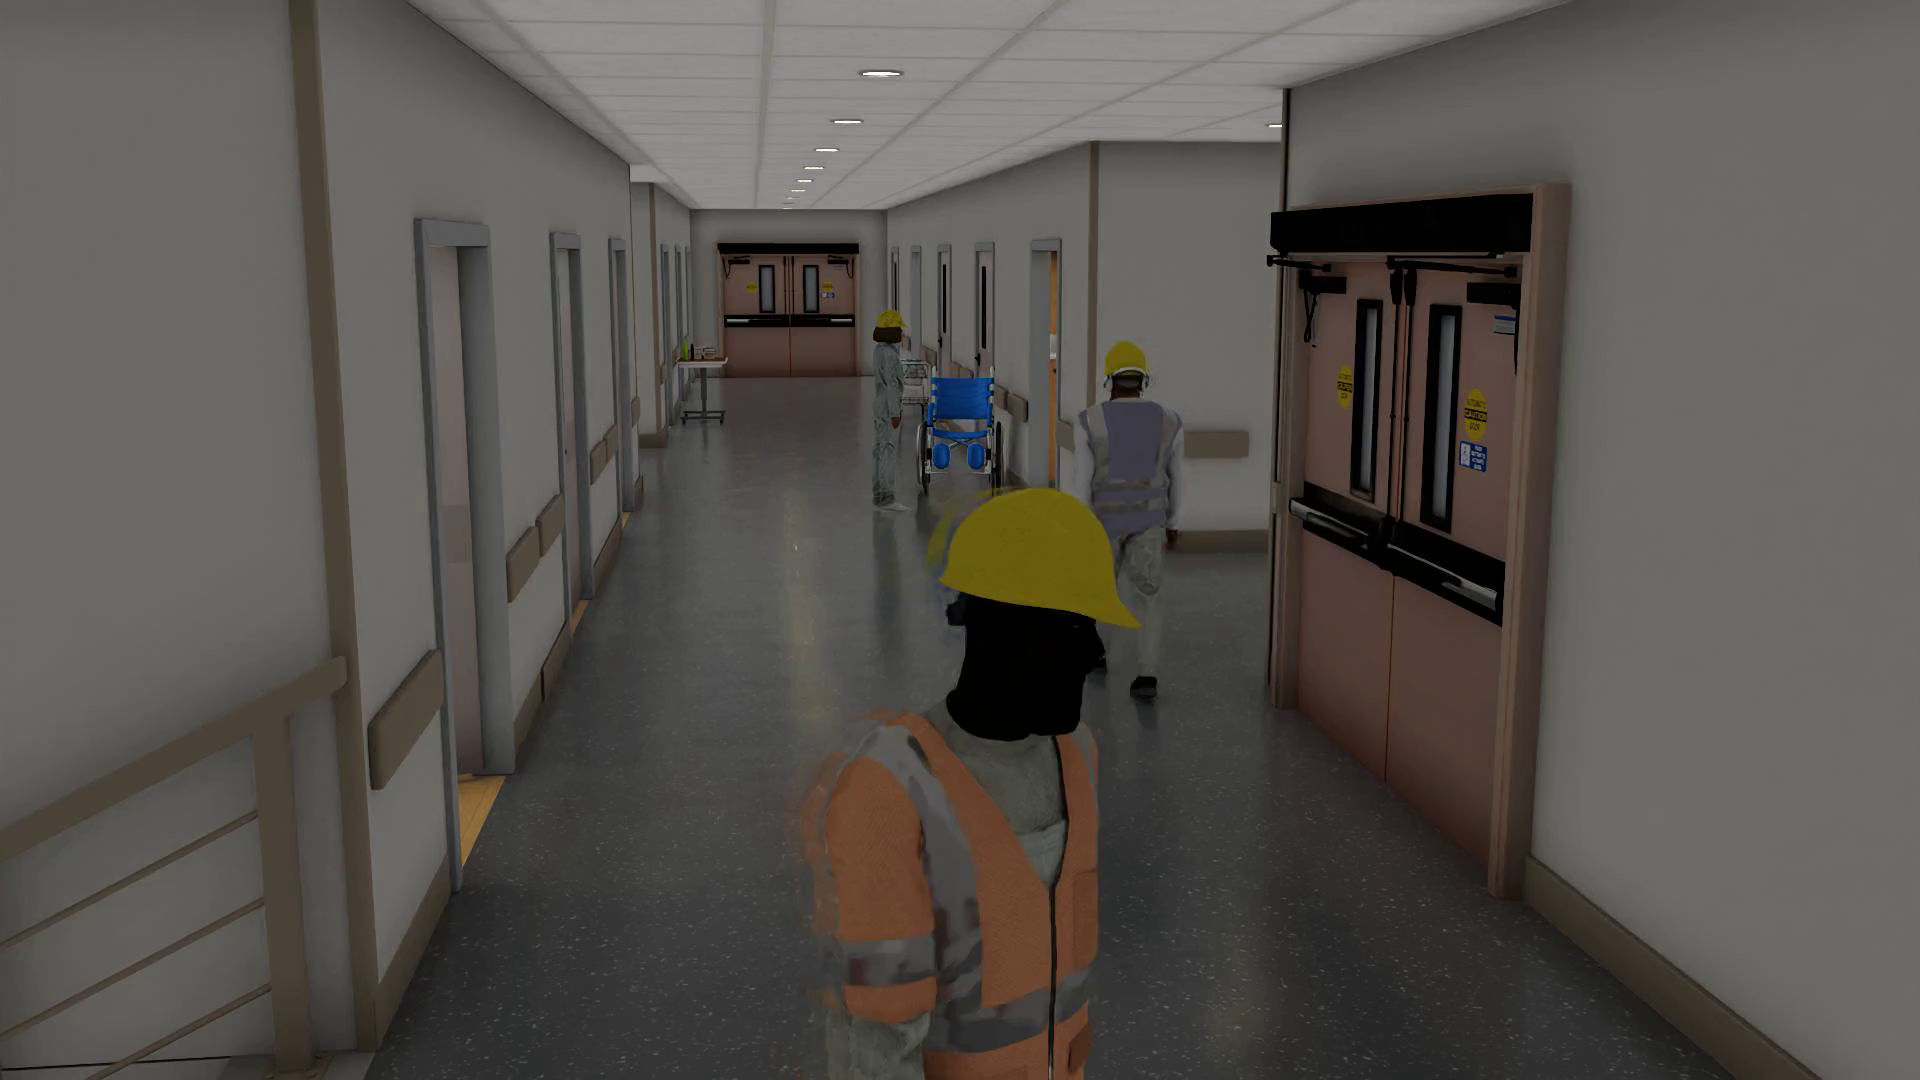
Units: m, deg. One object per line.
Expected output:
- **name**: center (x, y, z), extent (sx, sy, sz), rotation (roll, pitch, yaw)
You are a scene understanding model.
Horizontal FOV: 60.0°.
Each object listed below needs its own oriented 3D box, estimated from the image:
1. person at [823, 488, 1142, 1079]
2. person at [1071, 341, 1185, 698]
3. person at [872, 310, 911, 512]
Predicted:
- **person**: center (0.040, 0.860, 2.494), extent (0.693, 1.893, 0.604), rotation (9, 13, 42)
- **person**: center (0.855, -0.116, 8.475), extent (0.612, 1.783, 0.947), rotation (-1, 10, -8)
- **person**: center (-0.602, -1.116, 14.399), extent (0.297, 1.744, 0.487), rotation (-3, 10, -16)
